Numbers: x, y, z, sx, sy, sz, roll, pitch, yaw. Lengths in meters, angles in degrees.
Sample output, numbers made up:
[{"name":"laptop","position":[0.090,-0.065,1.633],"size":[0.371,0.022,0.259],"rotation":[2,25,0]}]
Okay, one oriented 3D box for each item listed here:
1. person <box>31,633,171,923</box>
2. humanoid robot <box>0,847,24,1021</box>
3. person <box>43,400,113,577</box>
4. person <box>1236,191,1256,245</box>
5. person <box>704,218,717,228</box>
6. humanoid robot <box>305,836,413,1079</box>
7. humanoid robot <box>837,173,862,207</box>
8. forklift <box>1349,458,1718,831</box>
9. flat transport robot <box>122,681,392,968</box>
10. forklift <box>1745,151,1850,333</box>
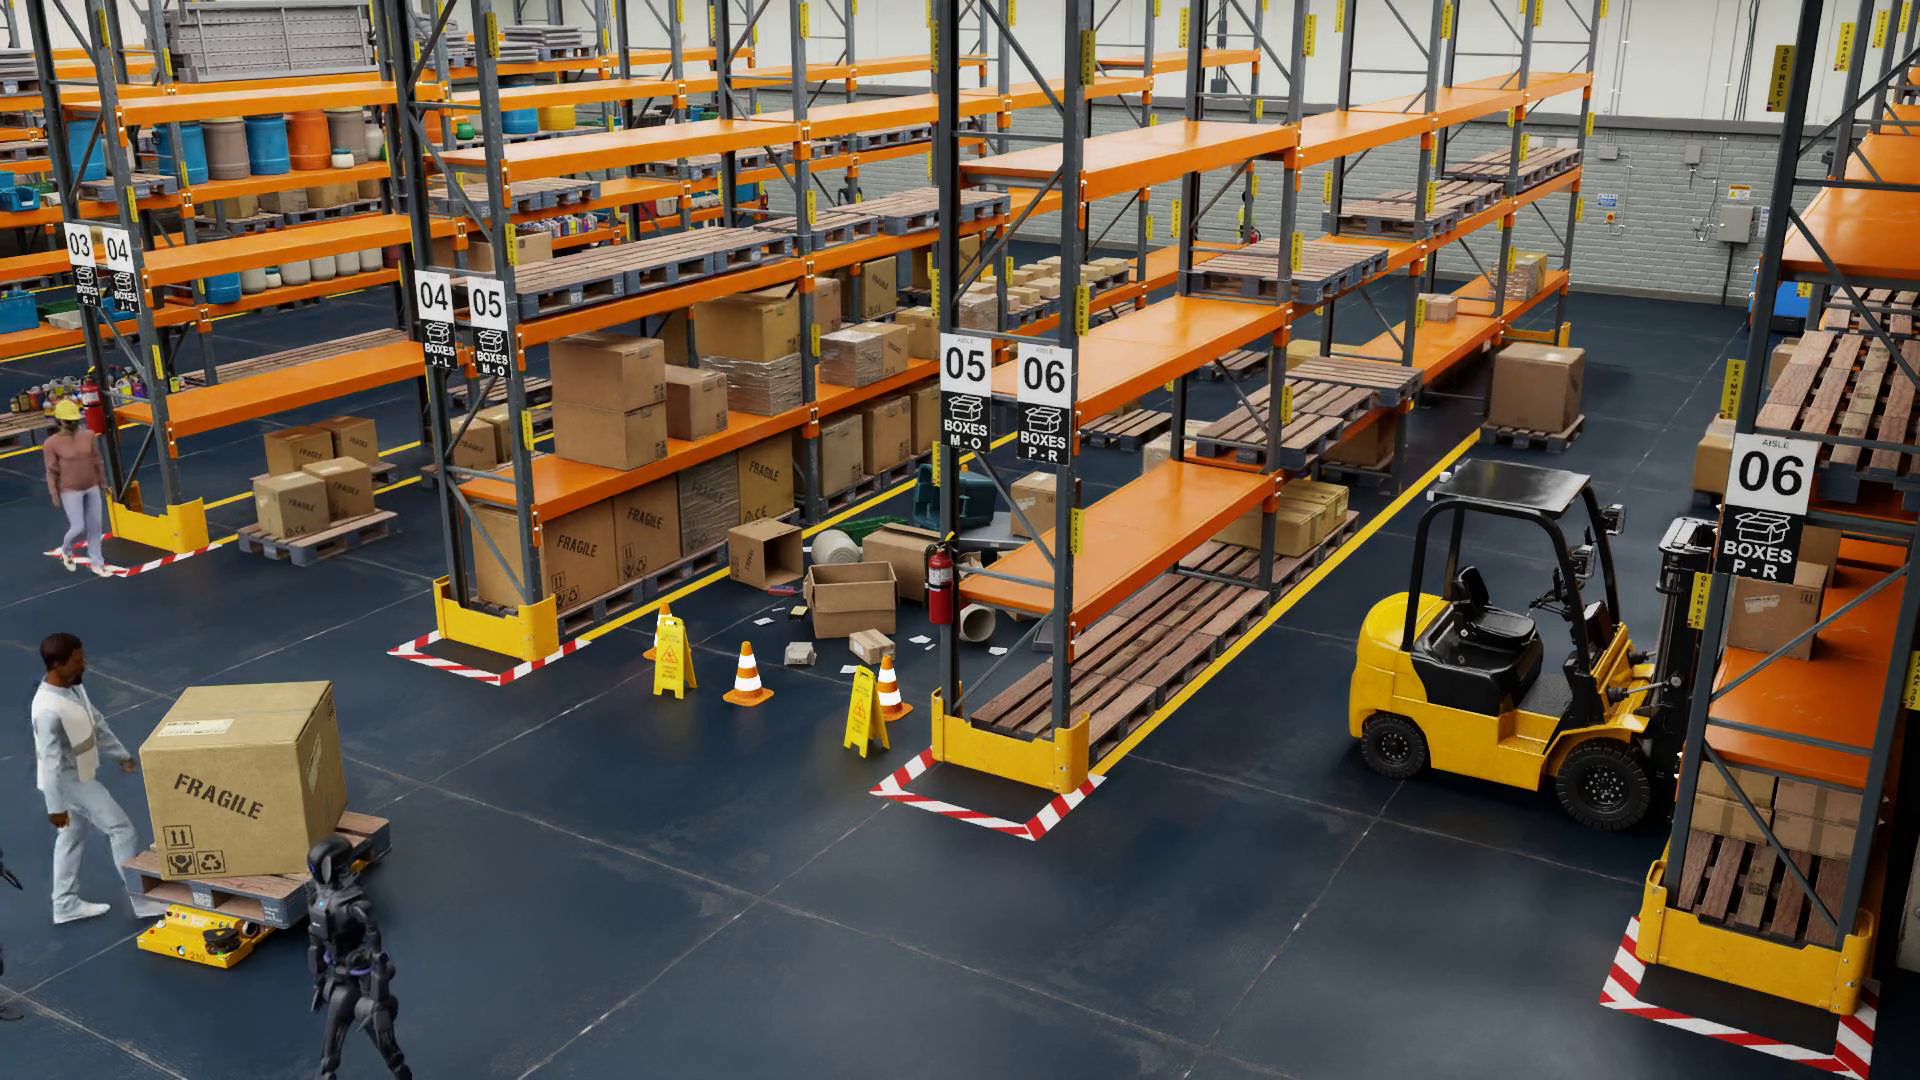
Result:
[{"name":"person","position":[-5.177,1.425,10.026],"size":[0.889,1.876,0.587],"rotation":[-8,21,-22]},{"name":"humanoid robot","position":[-5.395,1.890,8.999],"size":[0.323,1.653,0.611],"rotation":[4,20,12]},{"name":"person","position":[-8.348,-0.485,15.742],"size":[0.429,1.753,0.534],"rotation":[11,22,30]},{"name":"person","position":[5.244,-5.563,30.509],"size":[0.316,1.695,0.540],"rotation":[10,21,26]},{"name":"person","position":[-5.235,-7.064,34.867],"size":[0.489,1.688,0.346],"rotation":[-6,20,-16]},{"name":"humanoid robot","position":[-2.991,2.215,8.103],"size":[0.598,1.631,0.735],"rotation":[12,23,32]},{"name":"humanoid robot","position":[-2.157,-6.526,33.350],"size":[0.587,1.630,0.619],"rotation":[-10,21,-26]},{"name":"forklift","position":[3.988,0.658,11.776],"size":[2.313,2.155,1.214],"rotation":[11,22,29]},{"name":"flat transport robot","position":[-4.346,2.161,10.368],"size":[0.659,0.231,1.431],"rotation":[6,20,18]},{"name":"forklift","position":[13.620,-4.667,26.137],"size":[1.873,2.768,1.129],"rotation":[11,22,29]}]
